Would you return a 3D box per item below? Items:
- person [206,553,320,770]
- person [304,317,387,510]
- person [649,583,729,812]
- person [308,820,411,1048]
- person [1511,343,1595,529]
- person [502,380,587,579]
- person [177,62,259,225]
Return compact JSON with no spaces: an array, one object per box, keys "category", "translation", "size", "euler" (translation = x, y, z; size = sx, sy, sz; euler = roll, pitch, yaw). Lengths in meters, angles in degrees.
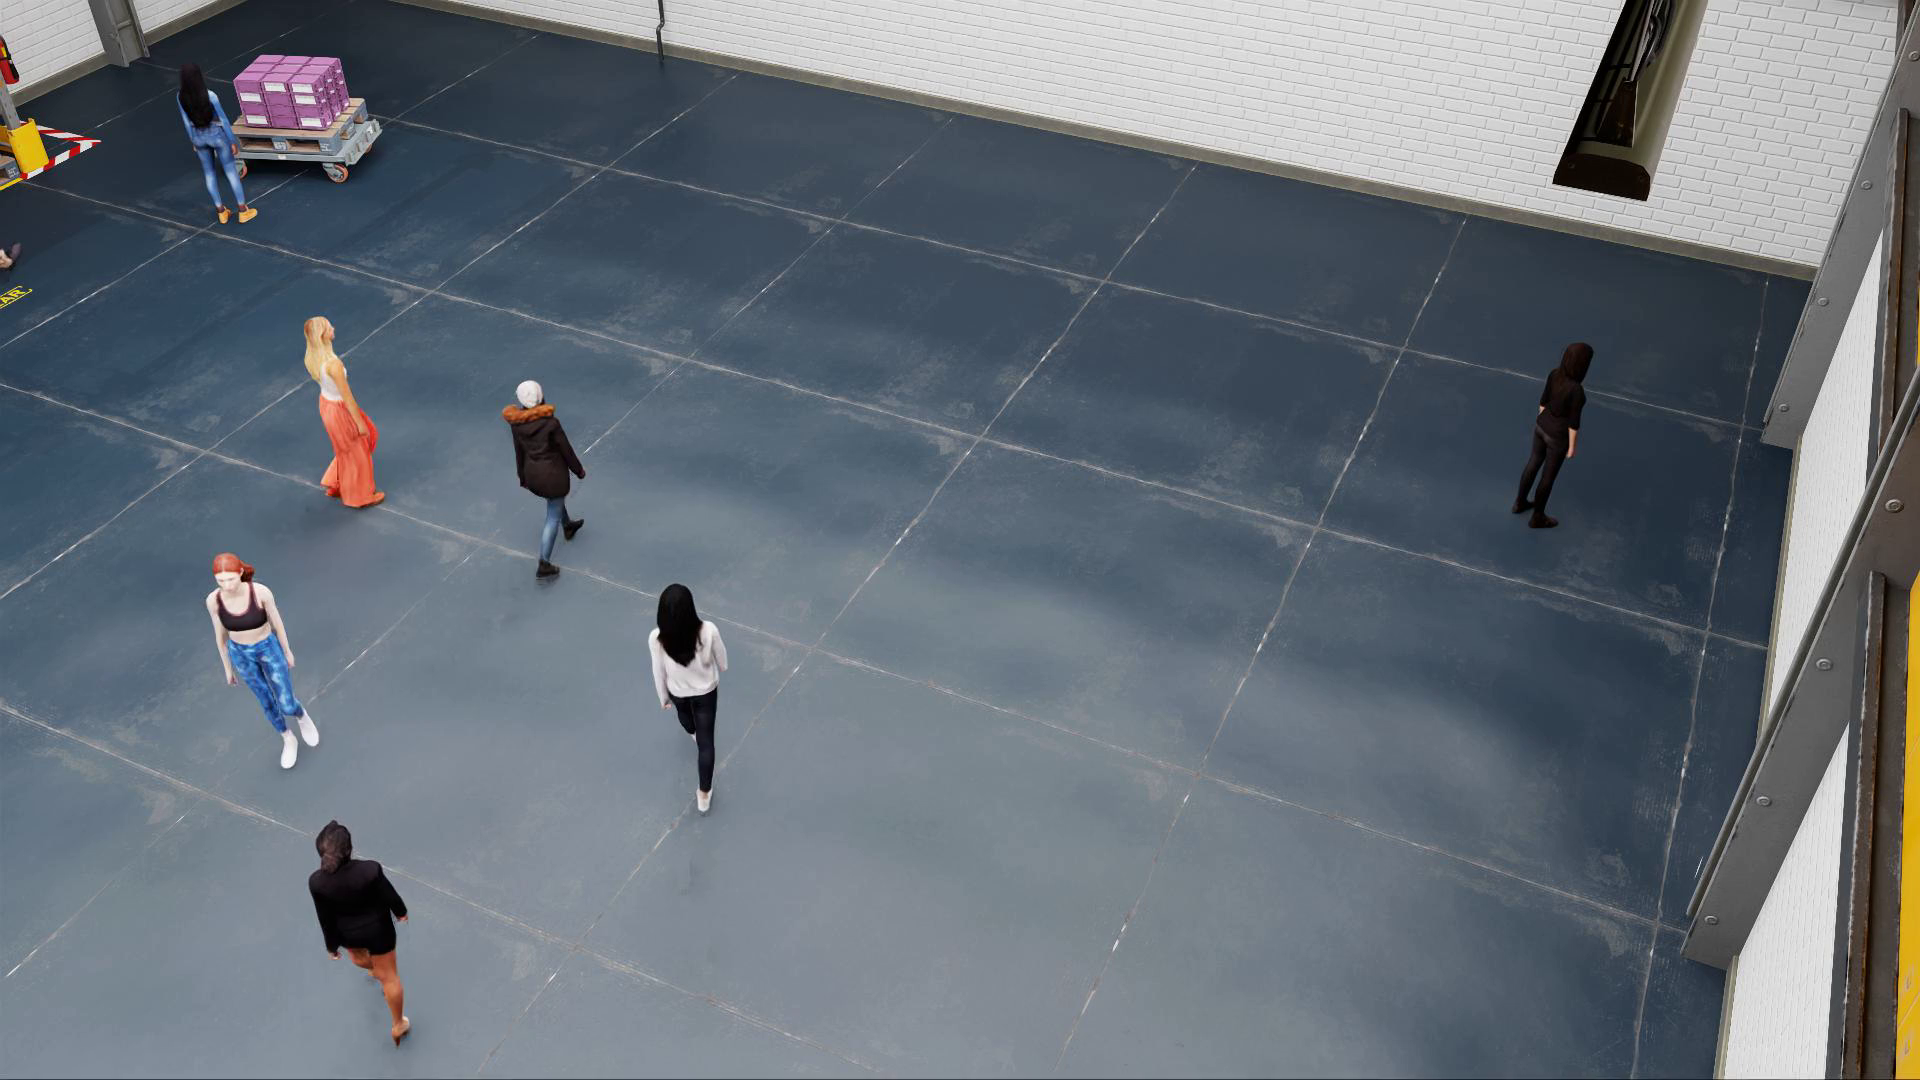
[{"category":"person","translation":[-4.627,0.740,11.008],"size":[0.724,1.779,0.787],"euler":[-6,39,-8]},{"category":"person","translation":[-4.972,-0.944,13.107],"size":[0.919,1.789,0.824],"euler":[-27,46,-29]},{"category":"person","translation":[-1.723,1.035,10.742],"size":[0.976,1.649,1.199],"euler":[-3,39,-4]},{"category":"person","translation":[-3.306,2.246,9.253],"size":[0.916,1.615,1.010],"euler":[-10,40,-12]},{"category":"person","translation":[4.669,-0.841,13.097],"size":[0.714,1.641,0.659],"euler":[-14,41,-16]},{"category":"person","translation":[-3.163,-0.448,12.635],"size":[0.659,1.604,1.033],"euler":[14,41,17]},{"category":"person","translation":[-7.684,-4.074,17.087],"size":[0.674,1.714,0.653],"euler":[1,39,1]}]
